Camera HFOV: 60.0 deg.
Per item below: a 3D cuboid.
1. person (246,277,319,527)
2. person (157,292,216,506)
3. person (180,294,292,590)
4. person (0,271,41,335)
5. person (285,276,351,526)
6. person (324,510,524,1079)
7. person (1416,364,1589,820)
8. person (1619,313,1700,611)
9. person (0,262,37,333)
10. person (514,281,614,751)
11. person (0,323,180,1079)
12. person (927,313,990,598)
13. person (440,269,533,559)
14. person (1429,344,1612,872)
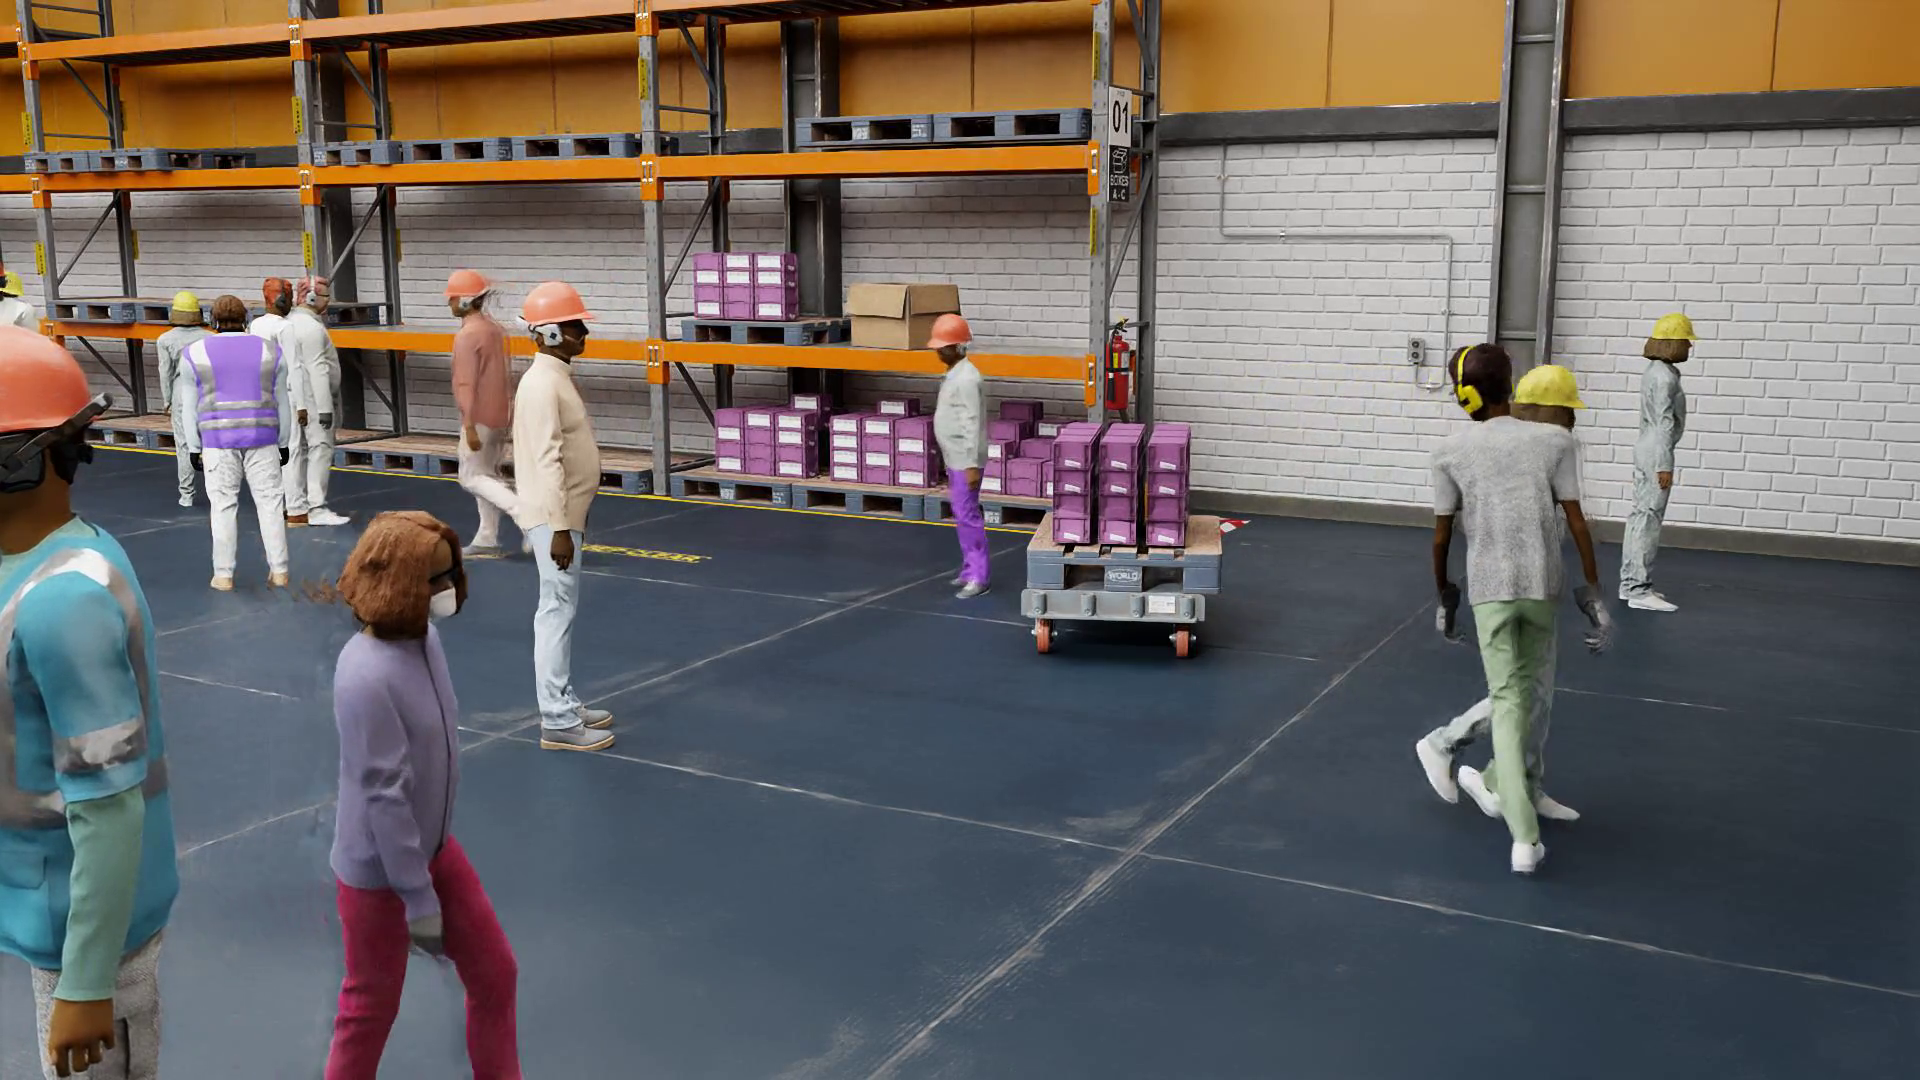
[{"bbox_3d":[-5.123,-1.037,12.581,0.573,1.887,0.355,7,13,34],"label":"person"},{"bbox_3d":[-6.251,-1.148,13.582,0.493,1.743,0.297,-5,11,-25],"label":"person"},{"bbox_3d":[-4.494,-0.604,10.373,0.623,1.835,0.431,-6,12,-28],"label":"person"},{"bbox_3d":[-8.053,-1.331,14.157,0.843,1.885,0.617,7,13,34],"label":"person"},{"bbox_3d":[-4.898,-1.052,12.648,0.399,1.893,0.656,-7,13,-35],"label":"person"},{"bbox_3d":[-1.126,0.727,3.676,0.718,1.599,0.505,0,10,2],"label":"person"},{"bbox_3d":[2.064,0.206,6.198,0.495,1.728,0.489,6,12,29],"label":"person"},{"bbox_3d":[4.139,-0.464,9.831,0.323,1.743,0.489,2,11,13],"label":"person"},{"bbox_3d":[-7.839,-1.297,13.579,0.615,2.041,0.392,-5,12,-27],"label":"person"},{"bbox_3d":[-1.711,-0.101,7.149,0.375,1.997,0.612,-2,11,-11],"label":"person"},{"bbox_3d":[-1.581,0.647,2.921,0.379,2.041,0.616,-6,12,-30],"label":"person"},{"bbox_3d":[-0.024,-0.513,10.140,0.399,1.735,0.631,-2,11,-12],"label":"person"},{"bbox_3d":[-3.120,-0.824,11.156,0.653,1.979,0.619,1,10,7],"label":"person"},{"bbox_3d":[1.966,0.207,5.967,0.598,1.807,0.902,1,10,4],"label":"person"}]
